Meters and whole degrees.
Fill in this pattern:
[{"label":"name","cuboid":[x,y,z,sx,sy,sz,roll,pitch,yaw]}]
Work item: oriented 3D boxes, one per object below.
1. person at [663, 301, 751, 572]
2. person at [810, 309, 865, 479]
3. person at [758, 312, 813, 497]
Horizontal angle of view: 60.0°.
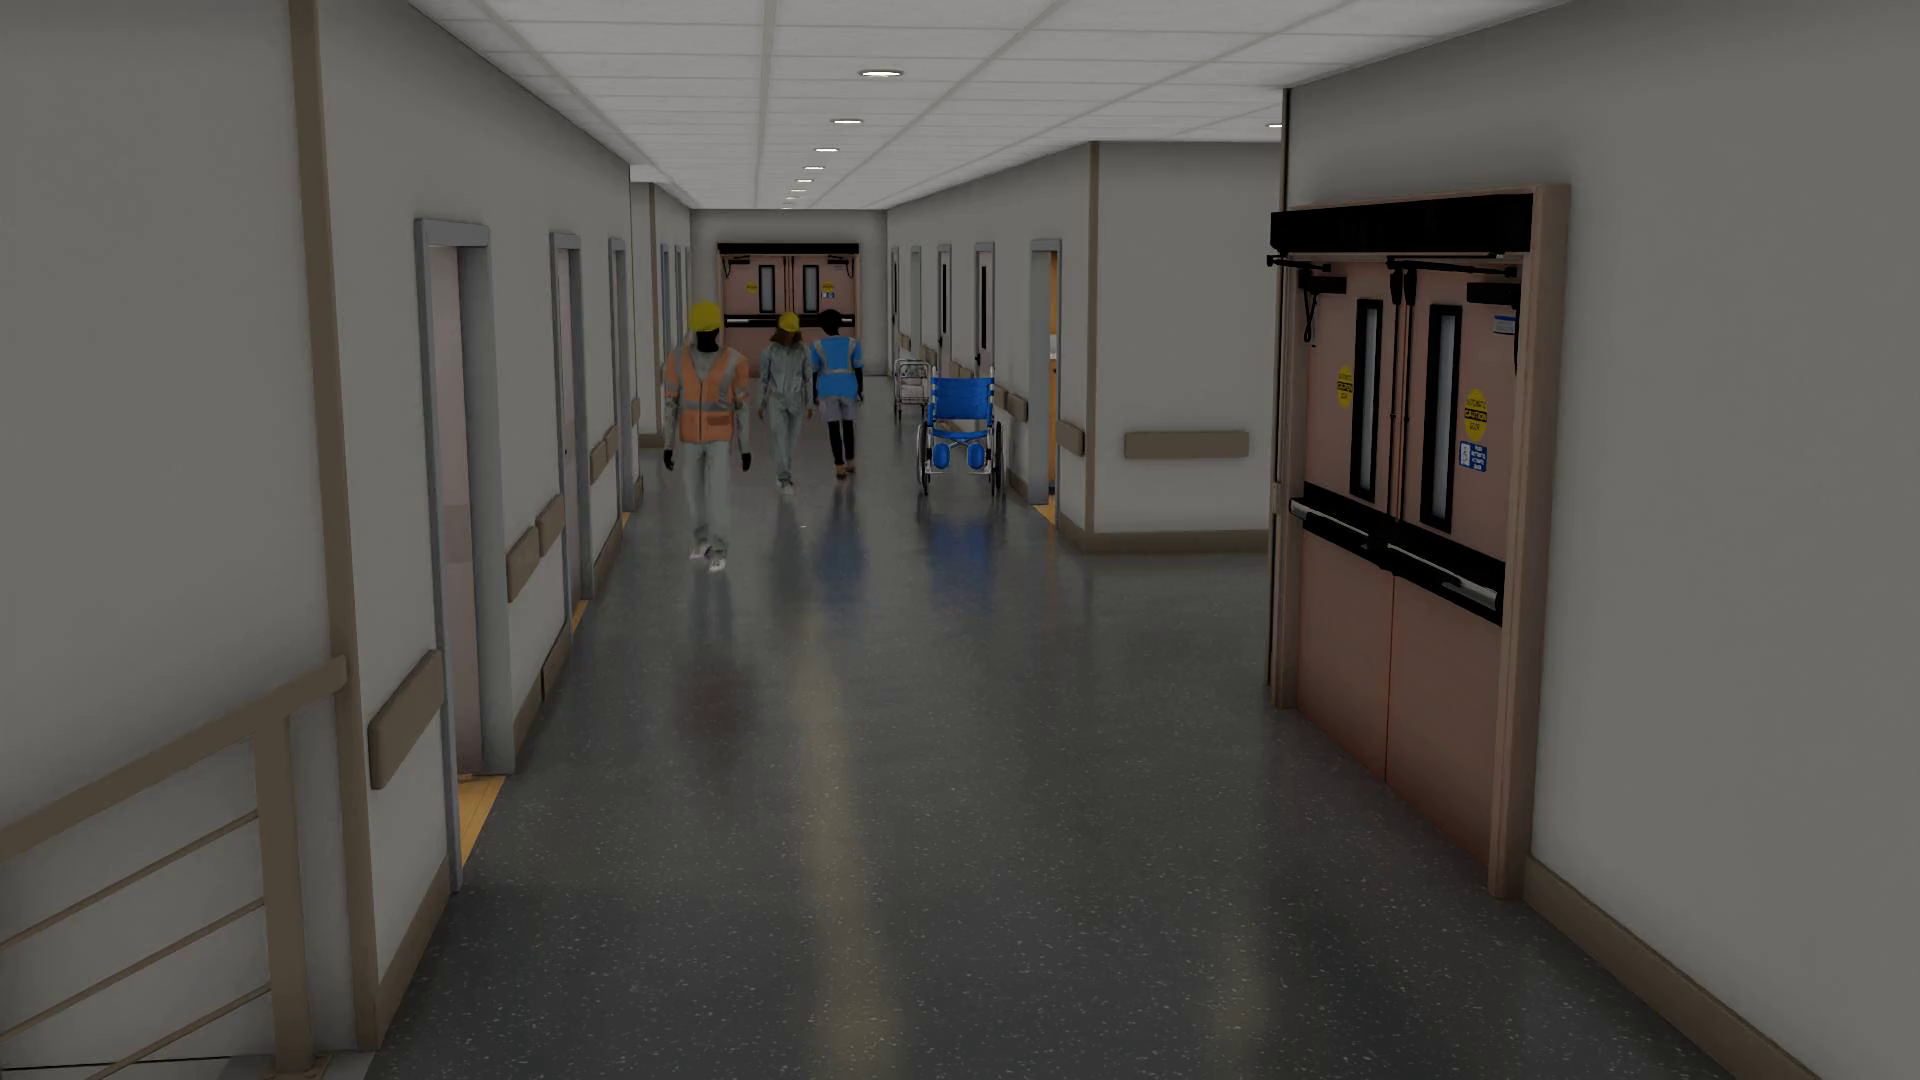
[{"label":"person","cuboid":[-1.782,-0.745,11.891,0.603,1.898,0.808,1,10,7]},{"label":"person","cuboid":[-1.247,-1.468,16.622,0.552,1.668,0.701,-2,10,-11]},{"label":"person","cuboid":[-1.642,-1.294,15.553,0.492,1.699,0.858,-4,10,-20]}]
